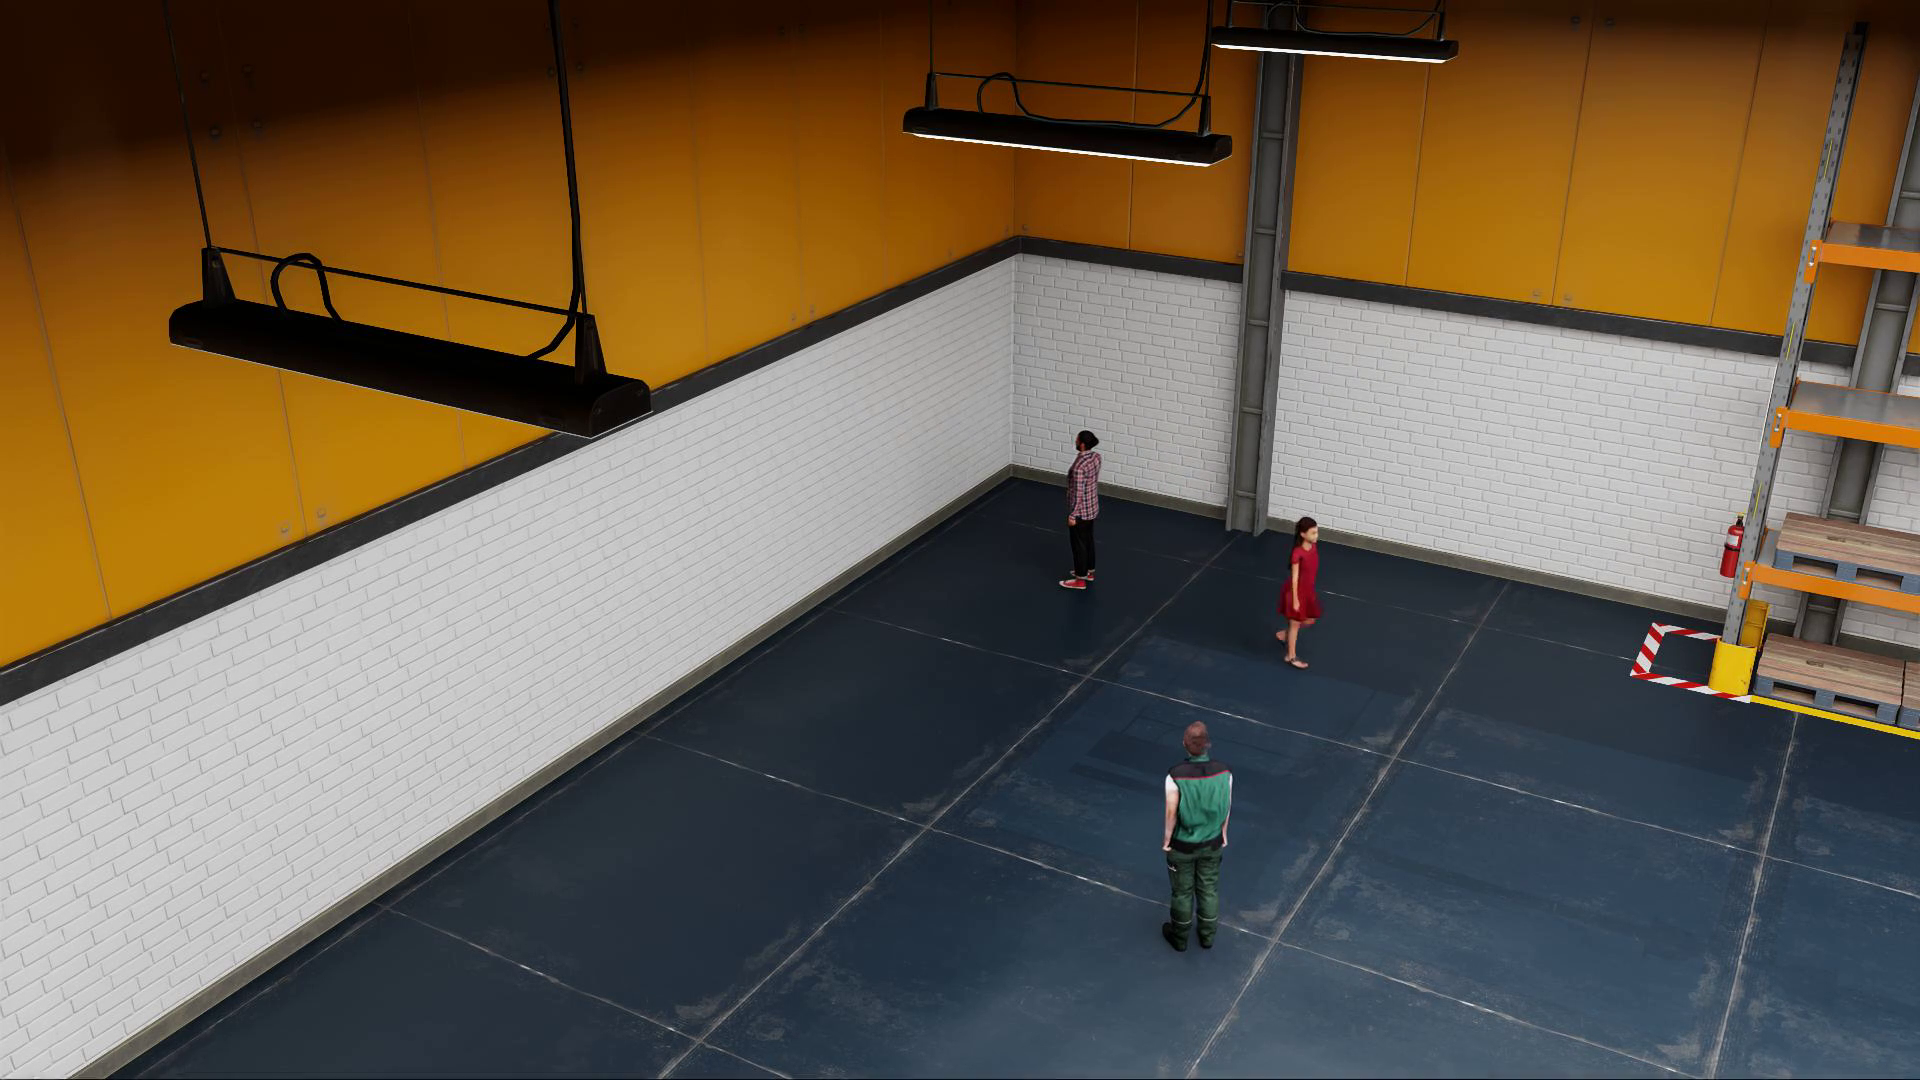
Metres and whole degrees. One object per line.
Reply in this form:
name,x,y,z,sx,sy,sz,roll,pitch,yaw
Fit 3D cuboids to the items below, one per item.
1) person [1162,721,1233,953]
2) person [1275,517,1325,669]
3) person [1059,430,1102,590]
person,1.685,2.119,11.908,0.713,1.841,0.791,-4,24,-9
person,3.212,0.480,16.032,0.786,1.542,0.637,21,31,39
person,1.301,-0.342,17.638,0.609,1.761,0.699,11,26,23
